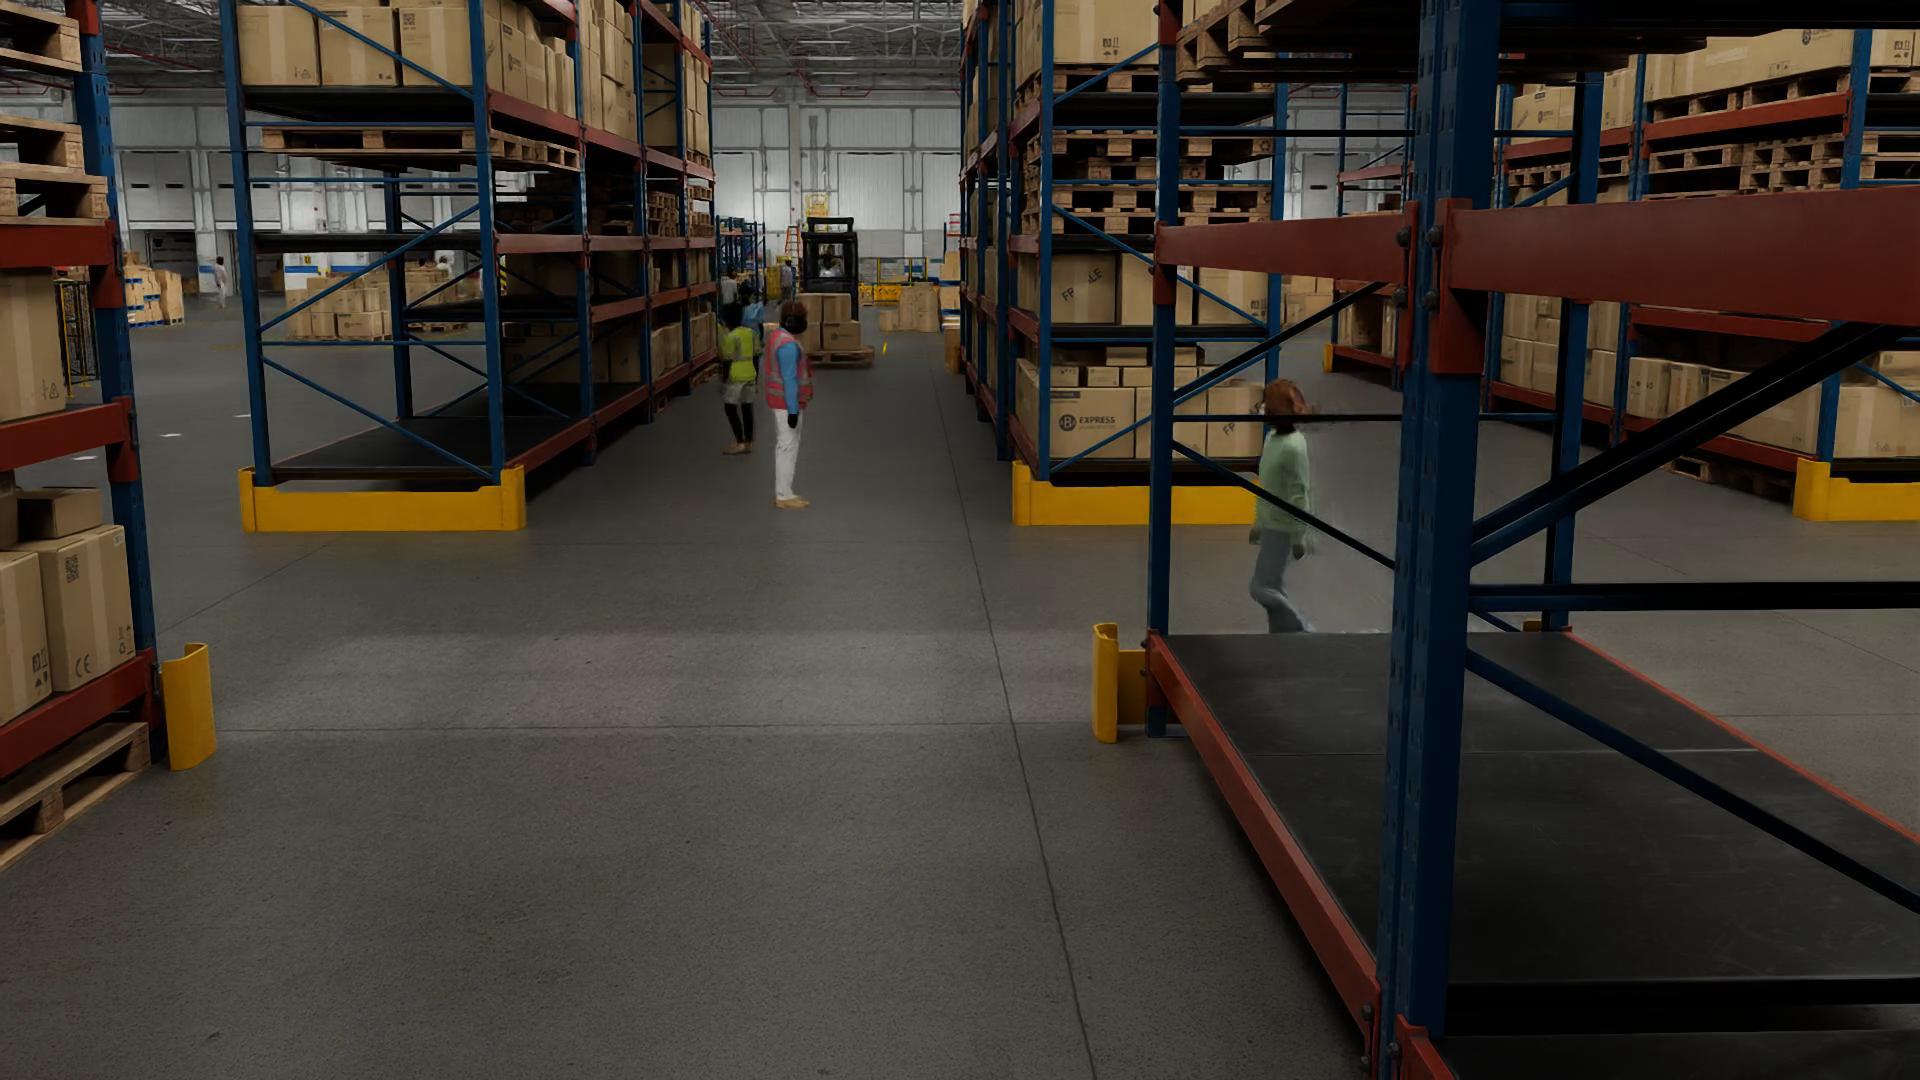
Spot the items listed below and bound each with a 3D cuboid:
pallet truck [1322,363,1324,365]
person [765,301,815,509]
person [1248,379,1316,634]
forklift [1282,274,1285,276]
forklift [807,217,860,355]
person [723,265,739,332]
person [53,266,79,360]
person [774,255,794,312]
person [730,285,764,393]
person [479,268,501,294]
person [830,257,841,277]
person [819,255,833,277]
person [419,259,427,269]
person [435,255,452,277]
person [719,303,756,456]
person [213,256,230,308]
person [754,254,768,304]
[{"bbox_3d":[7.712,-4.157,30.737,1.885,1.965,0.823,3,11,16],"label":"pallet truck"},{"bbox_3d":[-1.490,-1.179,14.639,0.430,1.829,0.647,-2,10,-11],"label":"person"},{"bbox_3d":[1.701,-0.049,8.905,0.379,1.622,0.504,0,10,-1],"label":"person"},{"bbox_3d":[12.240,-10.302,62.509,1.129,2.768,1.873,0,10,-2],"label":"forklift"},{"bbox_3d":[-2.584,-5.096,33.512,1.129,2.768,1.873,0,10,-2],"label":"forklift"},{"bbox_3d":[-4.731,-4.790,34.644,0.411,1.860,0.544,-8,13,-37],"label":"person"},{"bbox_3d":[-17.715,-4.526,32.963,0.551,1.937,0.357,-6,12,-30],"label":"person"},{"bbox_3d":[-5.800,-8.539,55.431,0.814,1.901,0.596,1,10,3],"label":"person"},{"bbox_3d":[-3.301,-3.092,25.694,0.552,1.671,0.624,-1,10,-3],"label":"person"},{"bbox_3d":[-14.128,-7.584,50.038,0.643,1.927,0.654,-4,11,-22],"label":"person"},{"bbox_3d":[-4.434,-9.068,58.649,0.944,1.806,0.527,9,14,41],"label":"person"},{"bbox_3d":[-3.709,-6.914,46.188,0.362,1.961,0.613,-5,11,-27],"label":"person"},{"bbox_3d":[-20.271,-9.761,62.795,0.317,1.696,0.538,0,10,2],"label":"person"},{"bbox_3d":[-16.398,-8.018,52.526,0.895,1.898,0.651,7,12,33],"label":"person"},{"bbox_3d":[-2.426,-1.765,18.337,0.346,1.681,0.563,6,12,29],"label":"person"},{"bbox_3d":[-25.991,-9.062,58.526,0.441,1.828,0.650,0,10,1],"label":"person"},{"bbox_3d":[-7.558,-9.868,62.853,0.543,1.903,0.949,-6,12,-29],"label":"person"}]
